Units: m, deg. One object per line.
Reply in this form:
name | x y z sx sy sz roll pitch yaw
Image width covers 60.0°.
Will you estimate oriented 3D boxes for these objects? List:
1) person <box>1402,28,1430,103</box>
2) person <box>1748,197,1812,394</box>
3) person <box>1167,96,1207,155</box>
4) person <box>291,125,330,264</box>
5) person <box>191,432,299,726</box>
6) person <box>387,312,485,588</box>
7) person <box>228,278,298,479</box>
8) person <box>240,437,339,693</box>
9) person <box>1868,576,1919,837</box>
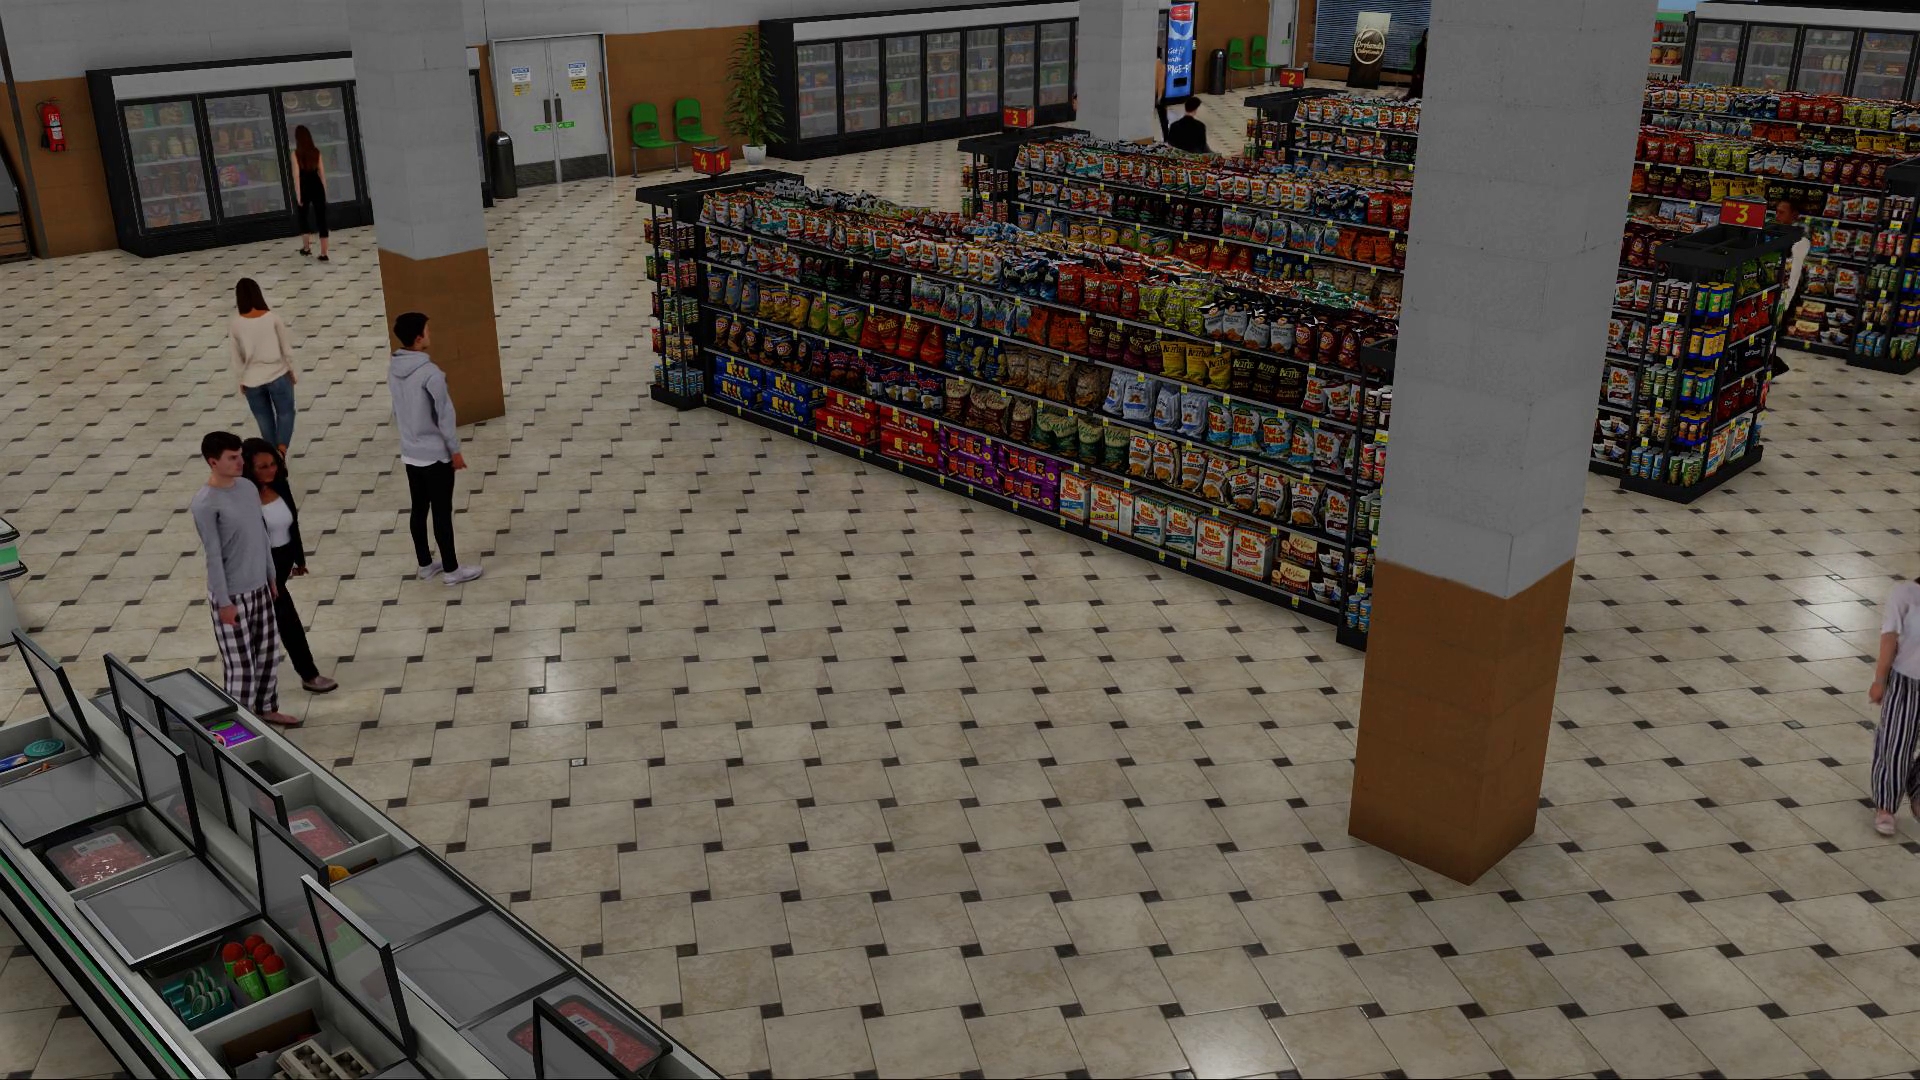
person | 9.363 -9.495 33.847 0.862 1.715 1.181 -12 25 -27
person | 7.757 -2.240 15.624 0.963 1.840 0.894 0 22 0
person | 3.068 -4.991 22.503 1.293 1.816 1.247 3 22 7
person | -8.188 -4.347 21.060 0.652 1.698 0.978 -16 27 -35
person | -4.072 0.268 9.379 0.694 1.844 0.694 7 23 17
person | -3.694 -0.625 11.487 0.625 1.929 0.797 12 25 28
person | -5.602 -1.267 13.440 0.884 1.664 1.027 -6 23 -14
person | -4.258 0.155 10.028 1.238 1.570 0.996 7 23 17
person | 4.932 0.712 8.507 0.749 1.670 0.850 9 24 21
